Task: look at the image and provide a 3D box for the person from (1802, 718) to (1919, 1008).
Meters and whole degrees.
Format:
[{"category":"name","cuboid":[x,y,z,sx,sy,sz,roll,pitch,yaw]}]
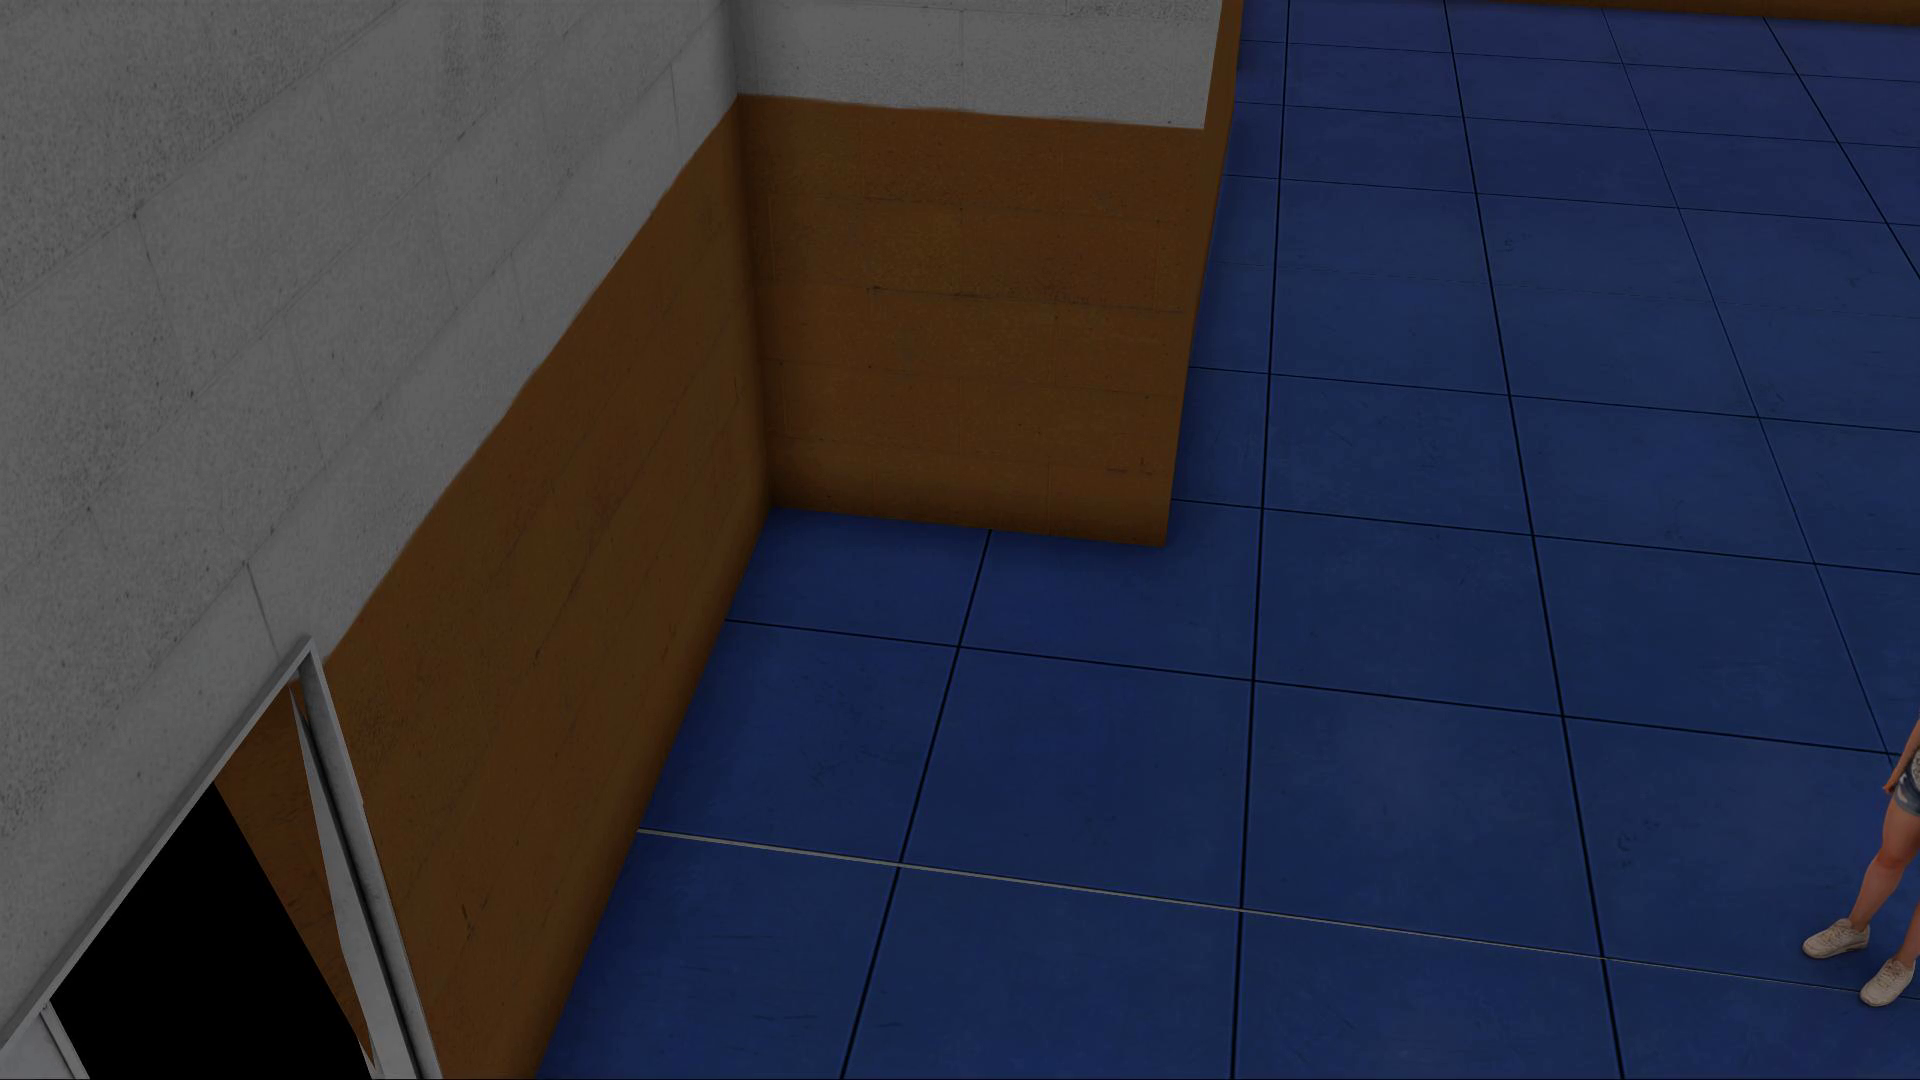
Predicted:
[{"category":"person","cuboid":[3.358,0.882,5.611,0.677,1.759,0.651,-15,40,-19]}]
